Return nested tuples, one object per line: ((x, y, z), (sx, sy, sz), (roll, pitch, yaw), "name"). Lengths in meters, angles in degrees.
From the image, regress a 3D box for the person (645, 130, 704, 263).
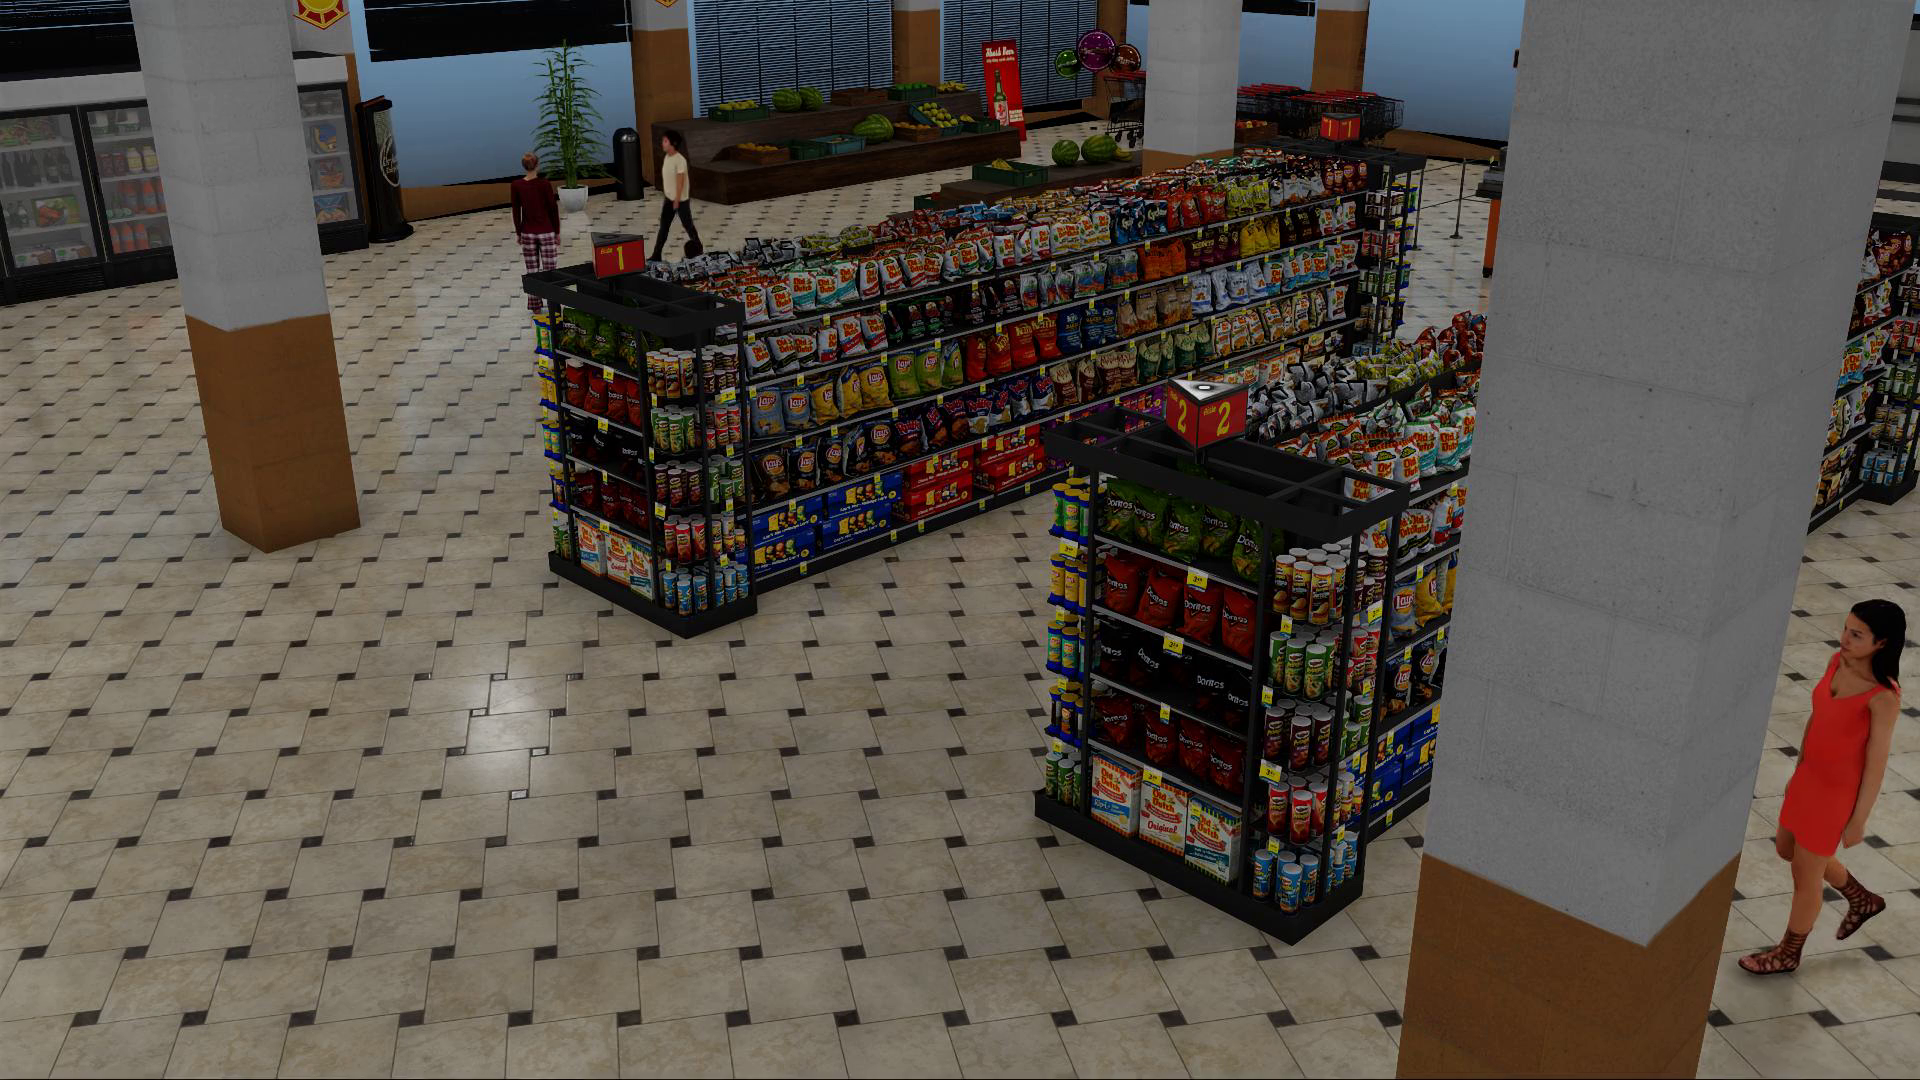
((-3.226, -3.944, 19.342), (1.009, 1.546, 0.672), (-17, 27, -35), "person")

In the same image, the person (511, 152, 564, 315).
((-4.392, -3.197, 17.293), (0.664, 1.687, 0.738), (-1, 22, -3), "person")

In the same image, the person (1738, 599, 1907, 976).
((3.620, 1.019, 6.774), (0.973, 1.707, 0.894), (-2, 22, -4), "person")
